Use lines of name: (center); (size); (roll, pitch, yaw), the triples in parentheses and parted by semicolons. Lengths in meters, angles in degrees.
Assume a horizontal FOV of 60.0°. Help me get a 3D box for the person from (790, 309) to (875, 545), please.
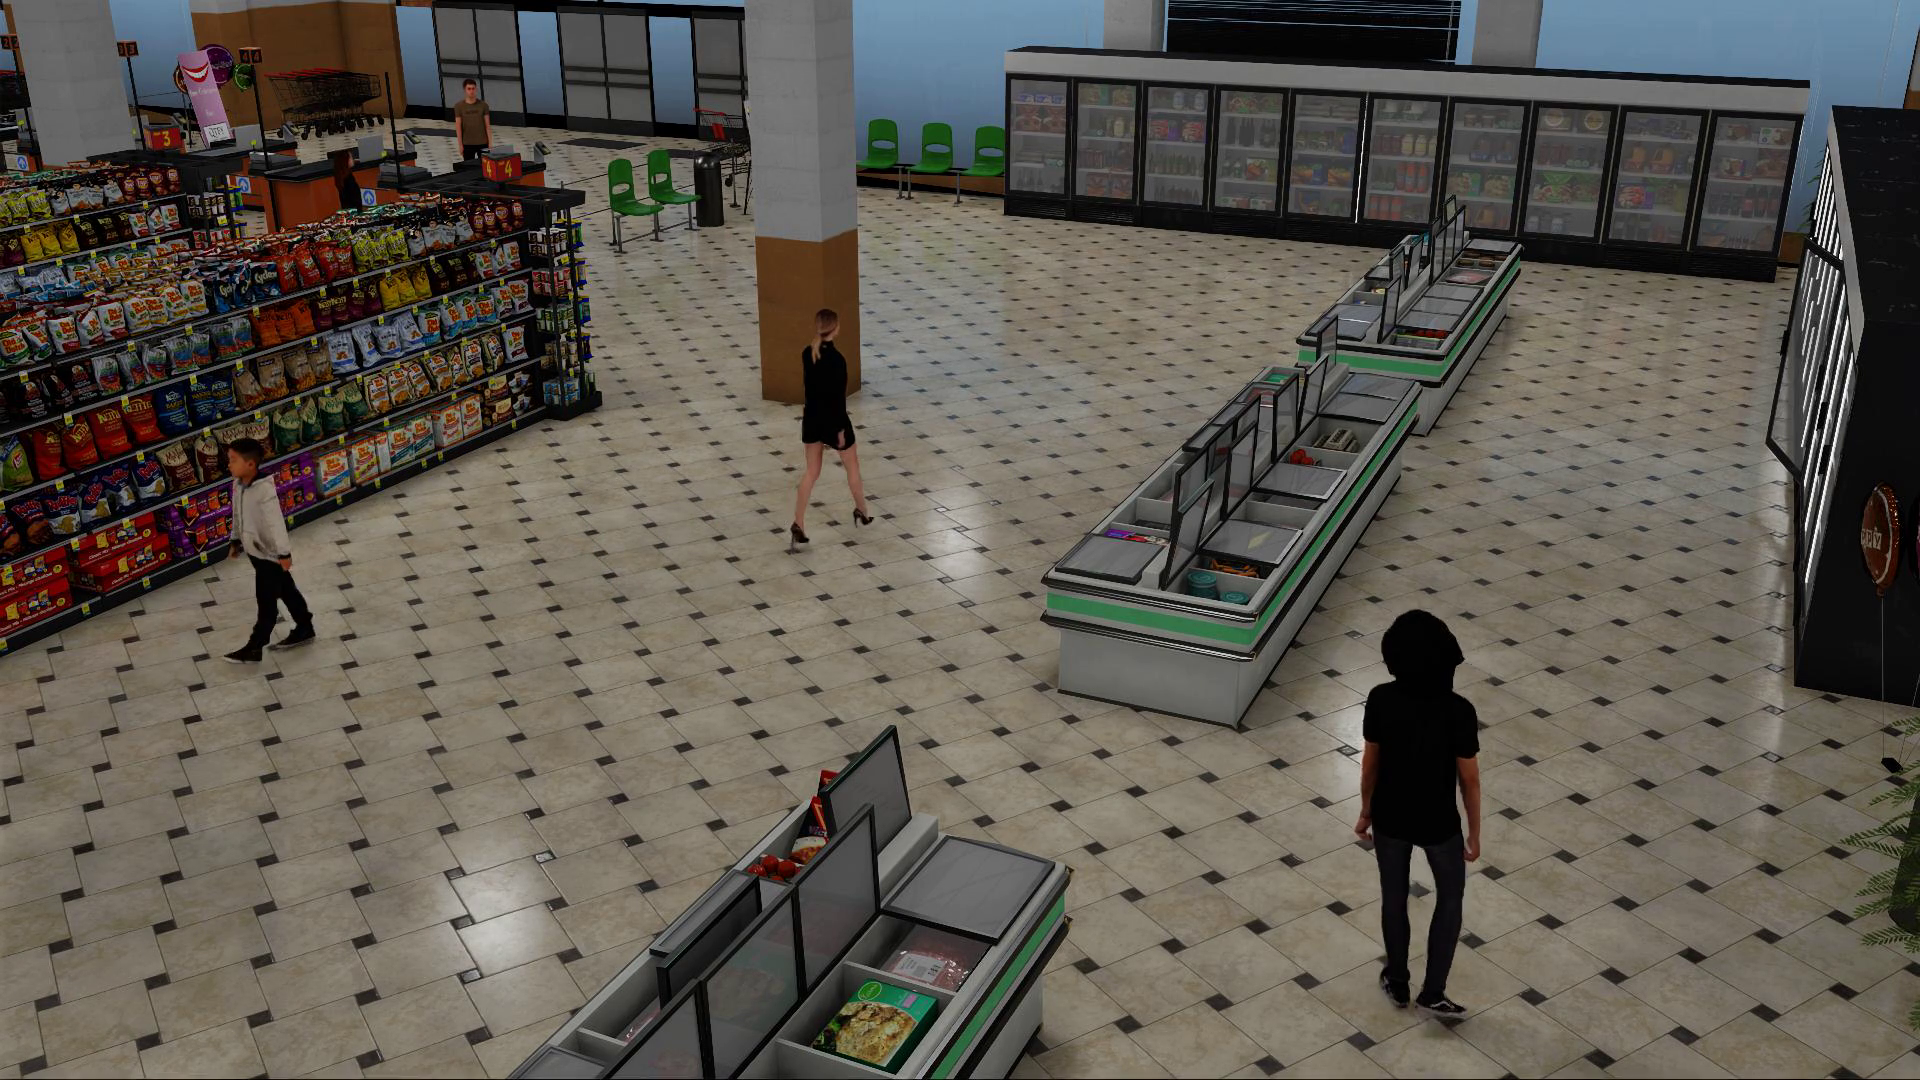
person: (-1.022, -0.775, 12.045); (0.710, 1.721, 1.067); (15, 26, 32)

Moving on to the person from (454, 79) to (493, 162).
person: (-7.123, -5.819, 24.424); (0.728, 1.850, 0.803); (-9, 24, -22)

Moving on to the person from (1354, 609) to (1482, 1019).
person: (1.947, 1.186, 7.045); (0.728, 1.810, 0.621); (14, 26, 31)

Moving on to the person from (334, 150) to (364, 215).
person: (-7.547, -4.092, 20.618); (0.623, 1.483, 0.609); (20, 29, 40)

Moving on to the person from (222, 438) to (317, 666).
person: (-4.258, 0.044, 10.400); (0.774, 1.428, 0.953); (20, 29, 40)
